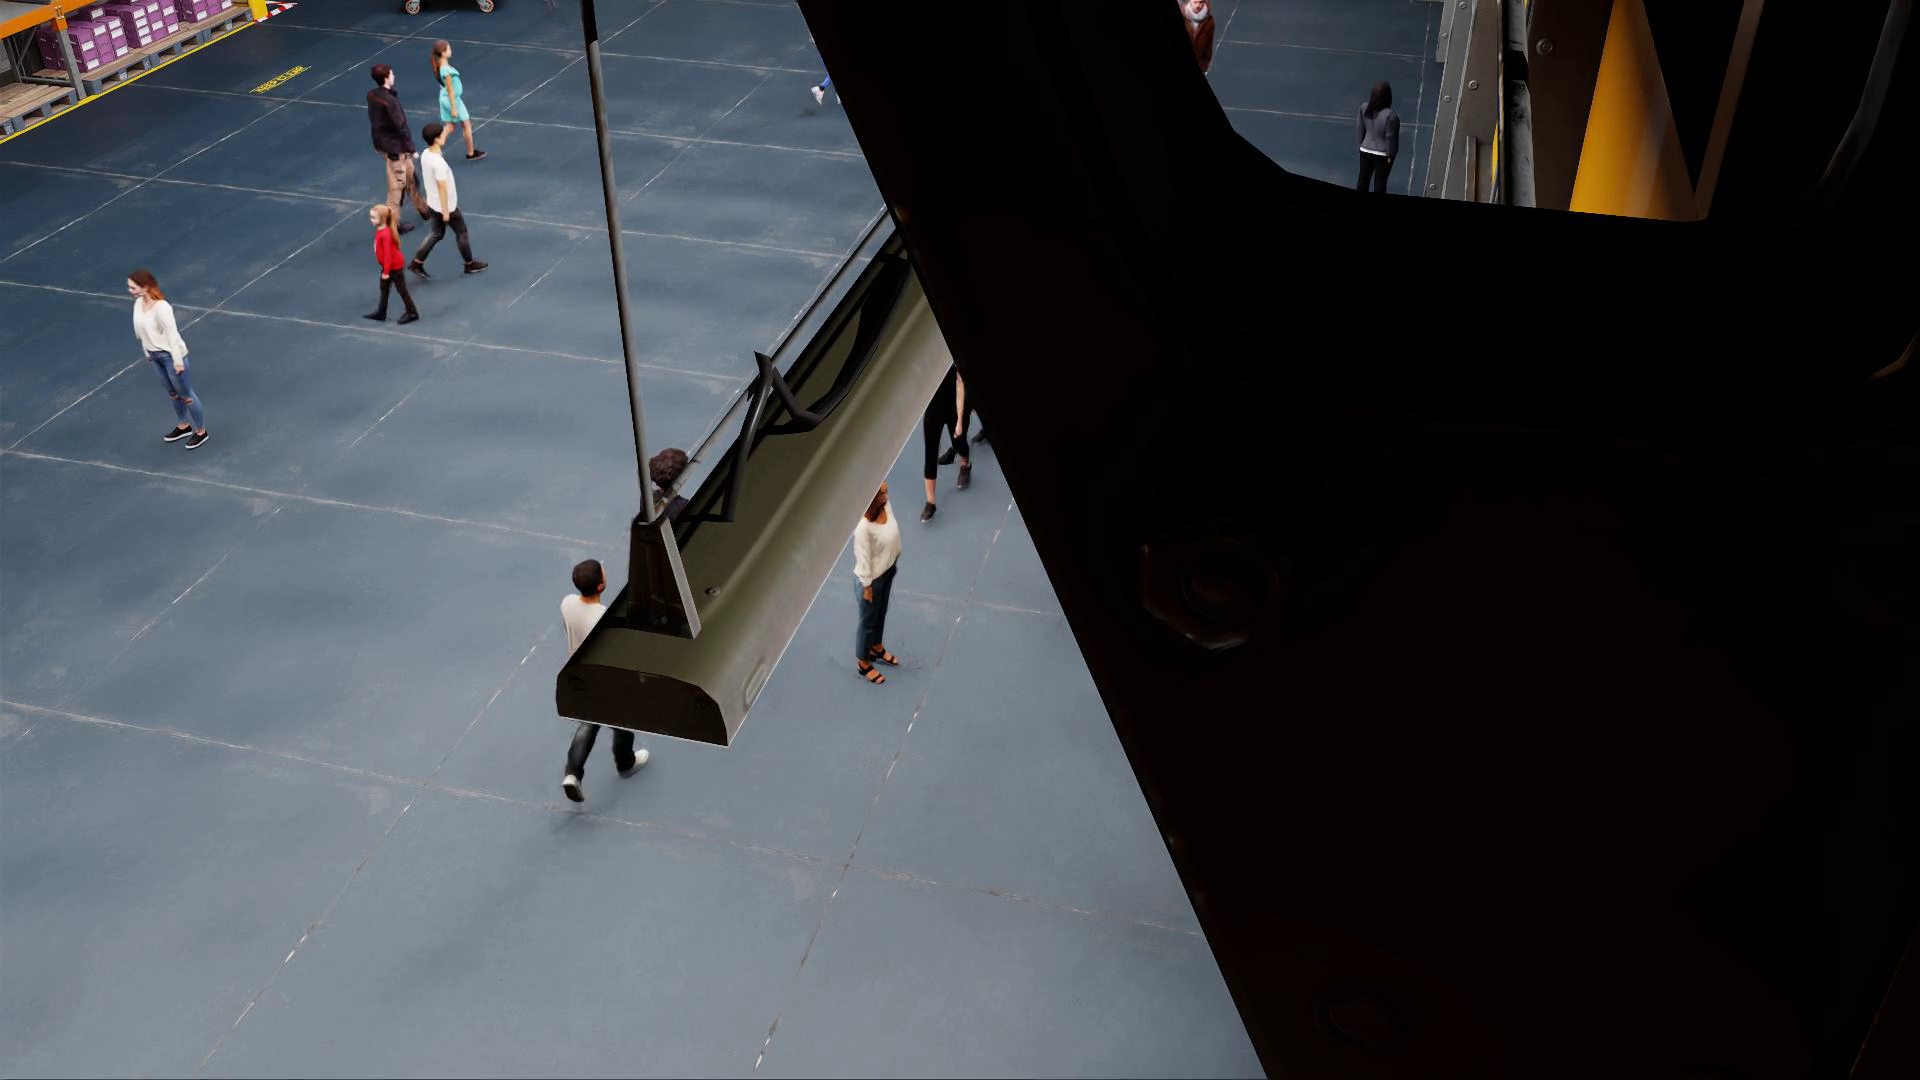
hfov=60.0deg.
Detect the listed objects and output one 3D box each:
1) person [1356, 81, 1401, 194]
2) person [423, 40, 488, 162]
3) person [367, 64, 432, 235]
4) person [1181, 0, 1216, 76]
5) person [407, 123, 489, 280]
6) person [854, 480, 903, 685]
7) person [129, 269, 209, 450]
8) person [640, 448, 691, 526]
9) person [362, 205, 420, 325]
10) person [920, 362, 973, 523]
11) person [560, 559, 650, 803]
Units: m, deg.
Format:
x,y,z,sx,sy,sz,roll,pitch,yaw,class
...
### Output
x,y,z,sx,sy,sz,roll,pitch,yaw,class
4.769,-4.457,19.013,0.829,1.597,0.795,-28,42,-35,person
-6.316,-5.358,20.422,1.045,1.537,0.935,-21,39,-29,person
-6.386,-4.319,18.535,1.172,1.897,1.039,-28,43,-35,person
2.927,-6.143,21.344,0.834,1.824,0.938,0,34,-1,person
-5.552,-3.536,17.543,1.164,1.691,1.042,-23,40,-30,person
-0.610,0.241,11.868,0.712,1.682,0.524,14,36,20,person
-6.976,-1.615,14.649,0.683,1.694,0.663,20,39,28,person
-2.105,0.218,11.826,0.638,1.766,0.753,10,35,15,person
-5.694,-2.785,16.795,0.832,1.267,0.772,-17,37,-24,person
-0.083,-1.068,13.827,0.553,1.694,1.112,9,35,13,person
-2.380,0.930,10.730,0.773,1.795,1.040,16,37,23,person
